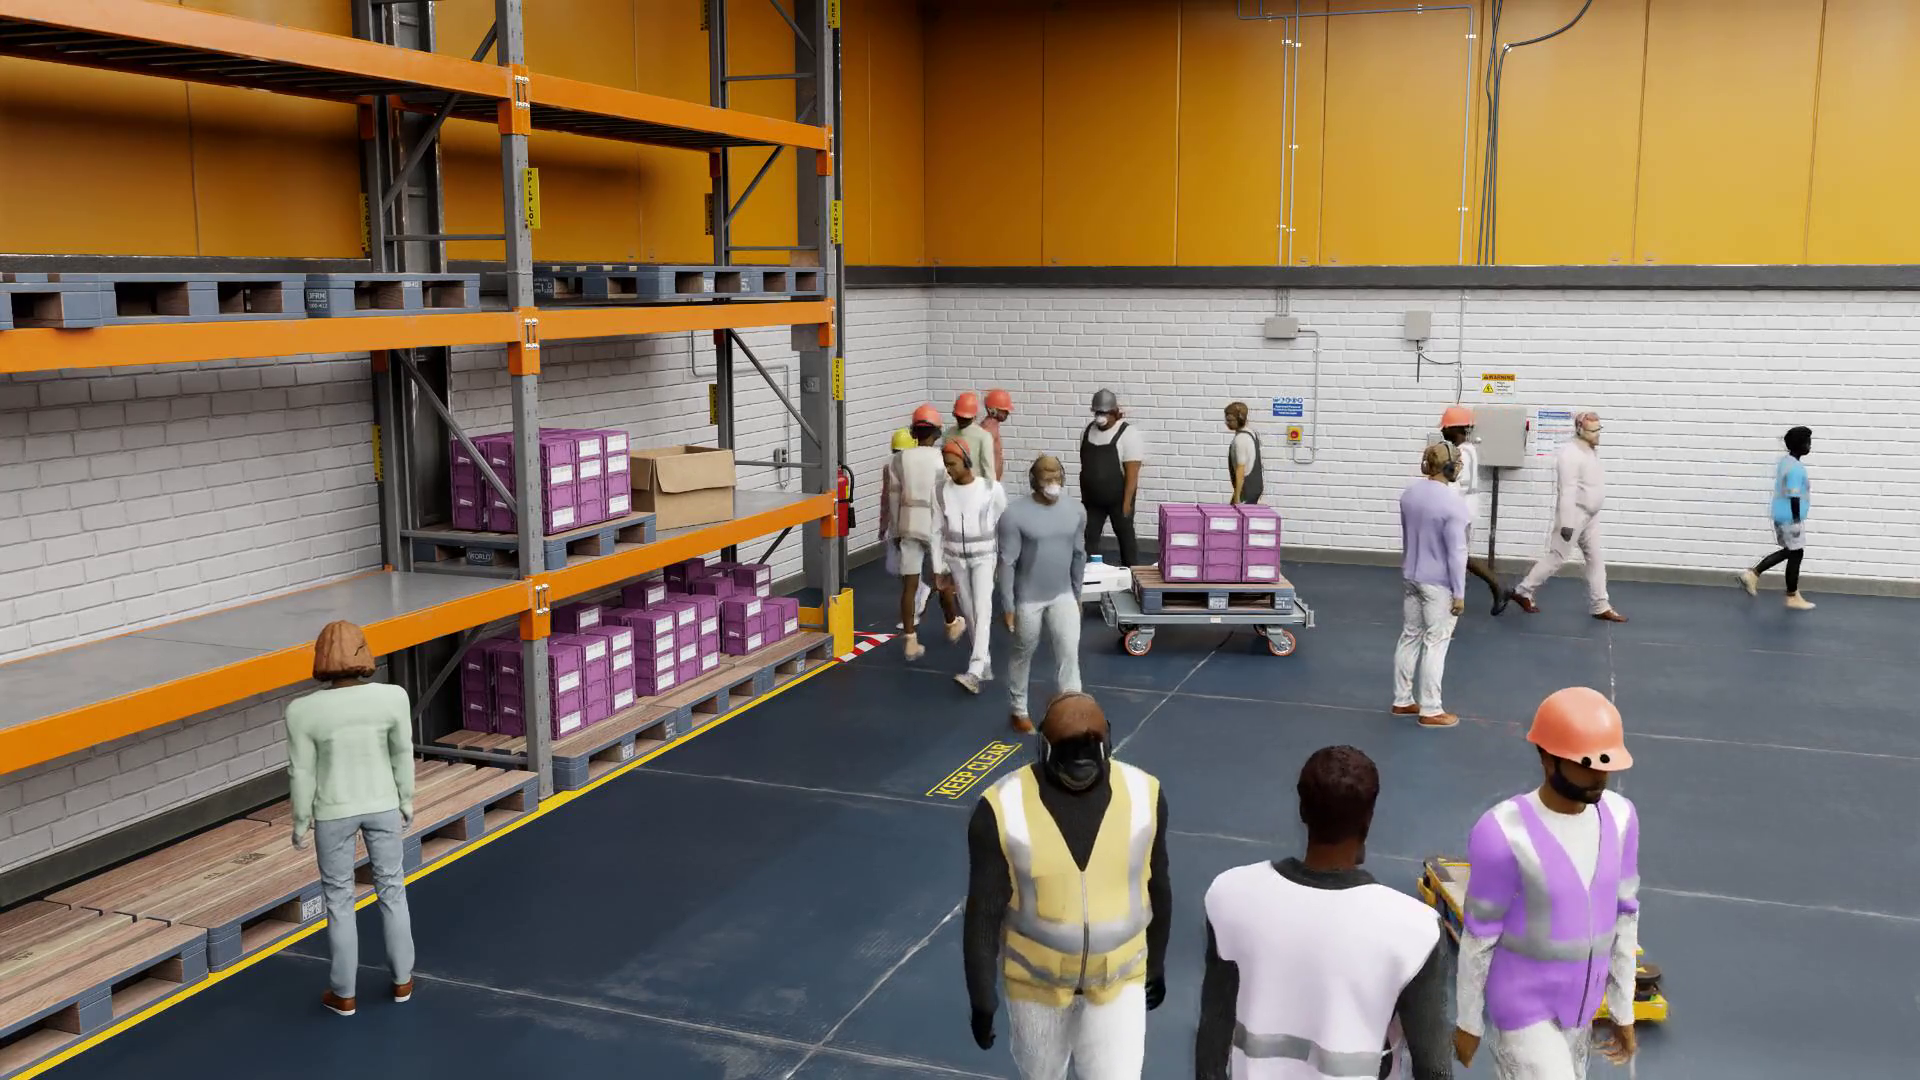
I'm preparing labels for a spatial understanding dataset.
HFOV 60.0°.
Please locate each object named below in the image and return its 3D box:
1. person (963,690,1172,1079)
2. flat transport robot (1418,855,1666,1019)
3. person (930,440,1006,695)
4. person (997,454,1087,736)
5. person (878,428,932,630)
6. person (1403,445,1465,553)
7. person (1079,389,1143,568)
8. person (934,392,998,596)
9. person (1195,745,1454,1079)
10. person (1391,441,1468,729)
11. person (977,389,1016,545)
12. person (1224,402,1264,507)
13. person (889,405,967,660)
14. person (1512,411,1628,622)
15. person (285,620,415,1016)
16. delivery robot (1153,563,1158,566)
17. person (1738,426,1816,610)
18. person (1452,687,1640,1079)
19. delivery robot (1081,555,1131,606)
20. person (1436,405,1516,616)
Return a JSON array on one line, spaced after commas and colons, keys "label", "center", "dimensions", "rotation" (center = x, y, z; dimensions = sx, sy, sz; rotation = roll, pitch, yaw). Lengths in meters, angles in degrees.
[{"label": "person", "center": [0.339, 1.349, 5.008], "dimensions": [0.659, 1.791, 0.950], "rotation": [-1, 9, -4]}, {"label": "flat transport robot", "center": [2.539, 1.729, 7.398], "dimensions": [0.652, 0.197, 1.431], "rotation": [0, 9, 2]}, {"label": "person", "center": [0.059, 0.192, 12.167], "dimensions": [0.622, 1.832, 0.955], "rotation": [3, 10, 18]}, {"label": "person", "center": [0.563, 0.399, 10.689], "dimensions": [0.664, 1.885, 1.018], "rotation": [-3, 10, -21]}, {"label": "person", "center": [-0.423, -0.107, 14.318], "dimensions": [0.559, 1.734, 0.549], "rotation": [7, 12, 38]}, {"label": "person", "center": [3.989, 0.017, 13.944], "dimensions": [0.530, 1.612, 0.471], "rotation": [-9, 12, -43]}, {"label": "person", "center": [1.372, -0.464, 15.632], "dimensions": [0.697, 2.000, 1.035], "rotation": [6, 11, 35]}, {"label": "person", "center": [0.093, -0.441, 15.766], "dimensions": [0.637, 1.955, 0.714], "rotation": [-9, 13, -44]}, {"label": "person", "center": [0.931, 1.432, 4.167], "dimensions": [0.611, 1.892, 0.656], "rotation": [6, 11, 31]}, {"label": "person", "center": [3.179, 0.299, 11.195], "dimensions": [0.367, 1.933, 0.629], "rotation": [-4, 10, -22]}, {"label": "person", "center": [0.307, -0.525, 16.387], "dimensions": [1.037, 1.917, 0.696], "rotation": [-1, 9, -7]}, {"label": "person", "center": [2.782, -0.450, 16.247], "dimensions": [0.387, 1.819, 0.701], "rotation": [4, 10, 25]}, {"label": "person", "center": [-0.252, -0.085, 13.384], "dimensions": [0.620, 1.991, 1.016], "rotation": [3, 9, 16]}, {"label": "person", "center": [5.387, -0.220, 14.684], "dimensions": [0.954, 1.864, 0.657], "rotation": [8, 12, 40]}, {"label": "person", "center": [-2.494, 1.137, 6.854], "dimensions": [0.498, 1.633, 0.281], "rotation": [-5, 11, -31]}, {"label": "delivery robot", "center": [1.910, 0.343, 14.921], "dimensions": [0.707, 0.478, 0.477], "rotation": [-4, 10, -26]}, {"label": "person", "center": [7.490, -0.204, 15.096], "dimensions": [0.564, 1.682, 0.545], "rotation": [2, 9, 14]}, {"label": "person", "center": [1.670, 1.316, 4.950], "dimensions": [0.540, 1.905, 0.915], "rotation": [-4, 10, -25]}, {"label": "delivery robot", "center": [1.205, 0.374, 14.726], "dimensions": [0.707, 0.478, 0.477], "rotation": [-3, 10, -20]}, {"label": "person", "center": [4.448, -0.228, 14.589], "dimensions": [0.786, 1.915, 0.545], "rotation": [4, 10, 24]}]
